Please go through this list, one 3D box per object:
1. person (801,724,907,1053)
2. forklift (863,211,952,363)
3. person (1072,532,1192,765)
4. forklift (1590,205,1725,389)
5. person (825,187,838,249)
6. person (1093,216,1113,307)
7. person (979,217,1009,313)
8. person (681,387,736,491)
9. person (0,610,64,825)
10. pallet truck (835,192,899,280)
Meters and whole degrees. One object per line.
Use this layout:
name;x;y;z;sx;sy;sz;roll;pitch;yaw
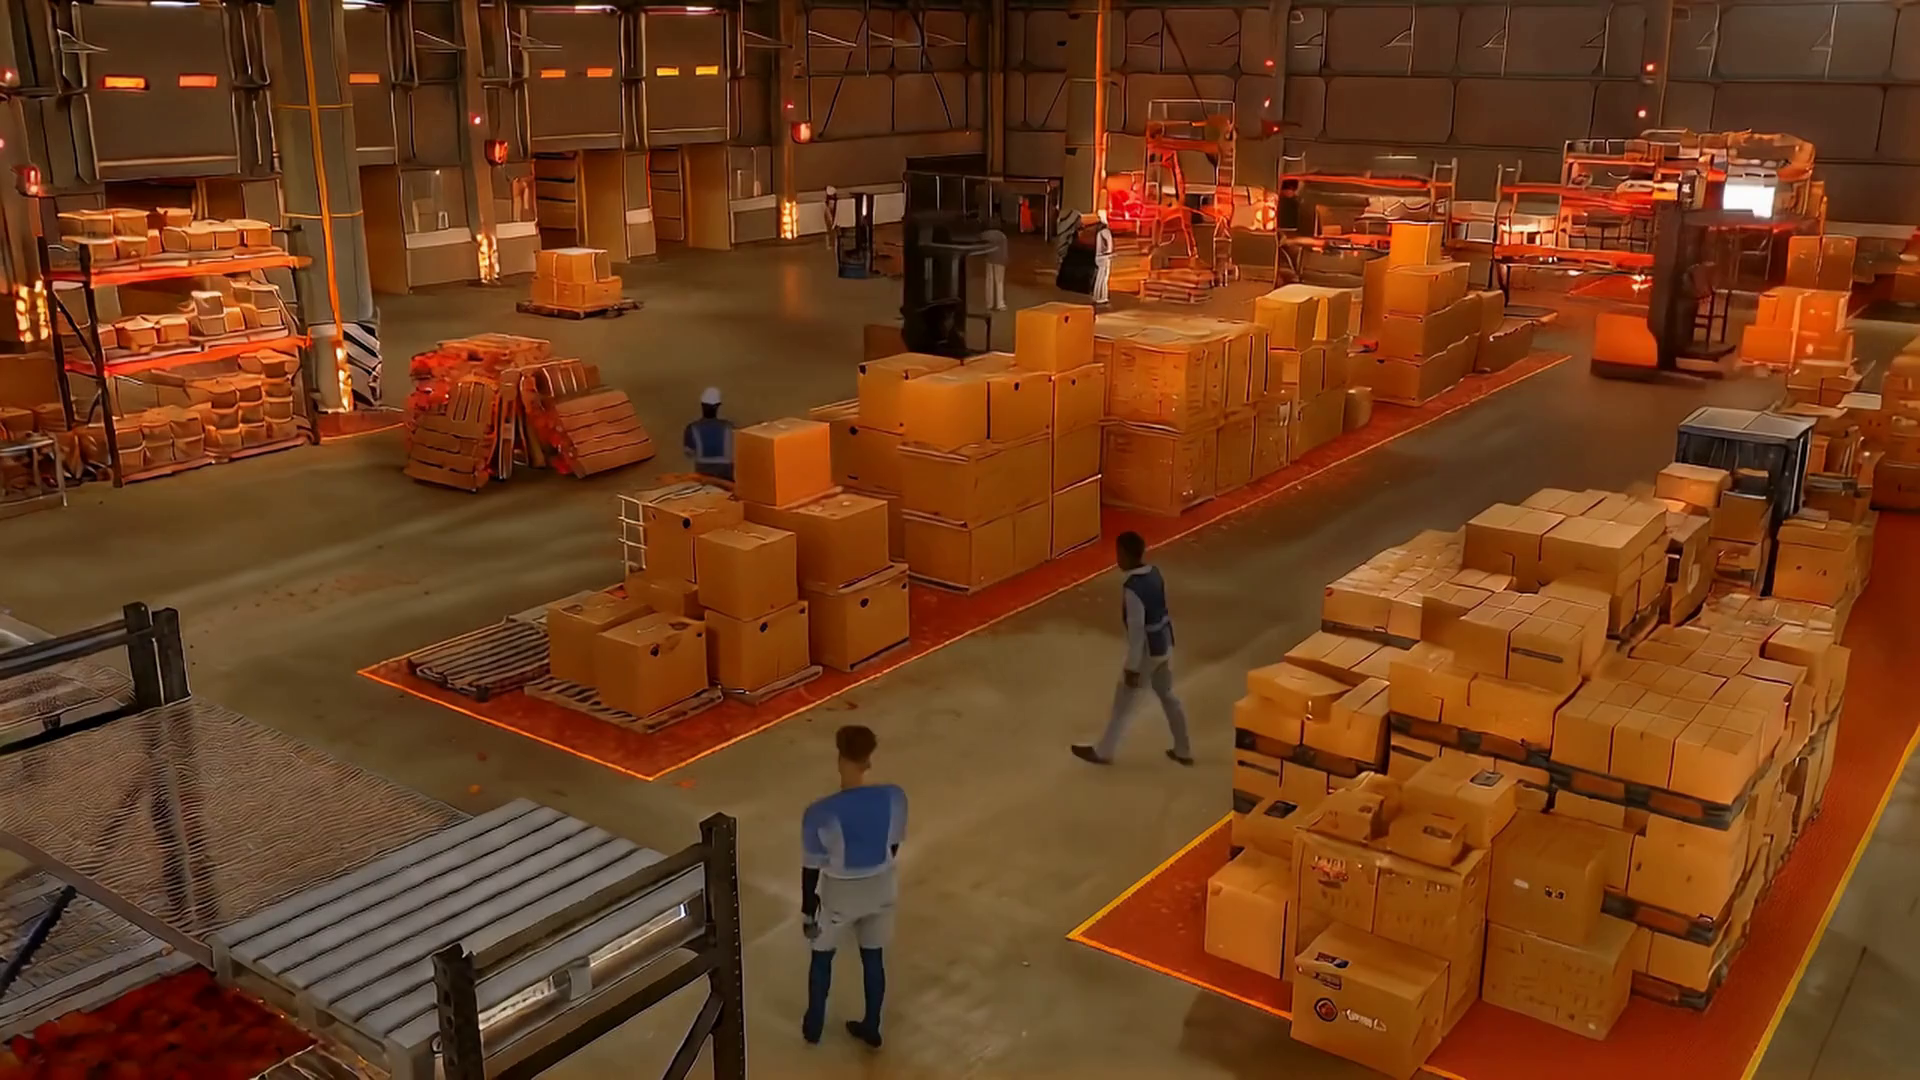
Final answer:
person;-0.602;1.898;9.079;0.634;1.947;0.541;-8;18;-24
forklift;-0.528;-3.704;26.040;1.873;2.768;1.129;12;21;35
person;1.354;0.844;12.717;0.966;1.857;0.695;7;18;23
forklift;11.471;-4.000;27.021;1.873;2.768;1.129;12;21;35
person;-3.442;-8.589;44.332;0.313;1.637;0.513;-5;18;-18
person;3.013;-5.832;34.804;0.353;1.876;0.574;12;21;34
person;0.707;-5.628;34.014;0.635;1.937;0.352;6;18;19
person;-2.658;-0.661;17.632;0.635;1.898;0.450;-6;18;-20
person;-6.233;1.347;10.927;0.627;1.934;0.372;-8;19;-25
pallet truck;-1.936;-7.159;38.982;1.885;1.965;0.823;-12;21;-34
